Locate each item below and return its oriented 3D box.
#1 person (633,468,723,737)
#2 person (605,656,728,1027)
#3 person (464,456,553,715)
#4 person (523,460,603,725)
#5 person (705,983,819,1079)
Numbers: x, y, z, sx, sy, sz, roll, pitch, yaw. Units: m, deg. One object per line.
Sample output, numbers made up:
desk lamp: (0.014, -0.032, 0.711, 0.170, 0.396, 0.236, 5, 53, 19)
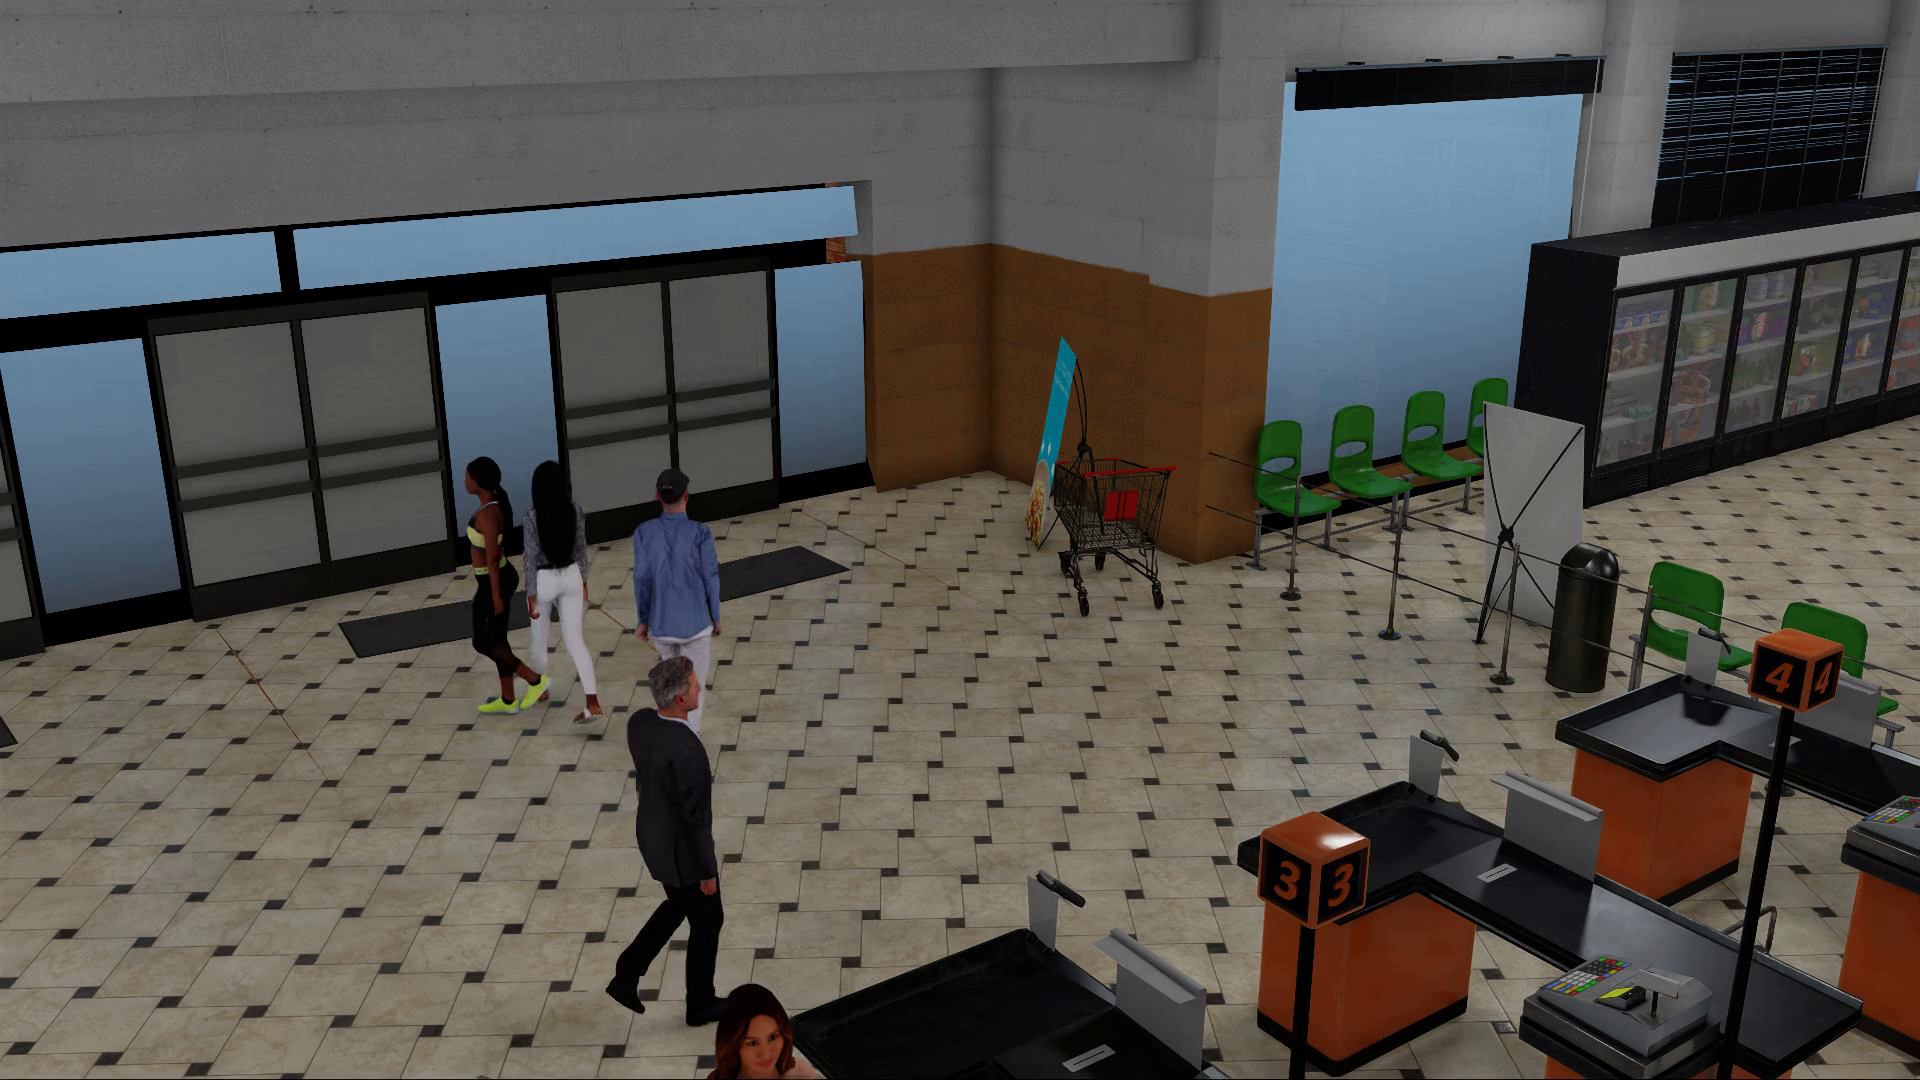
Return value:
person: (-1.681, 0.519, 9.884, 1.123, 1.865, 1.207, 3, 19, 8)
person: (-1.310, 1.382, 7.391, 0.808, 1.822, 0.813, -14, 23, -35)
person: (-2.899, 0.314, 10.685, 0.827, 1.742, 0.795, -1, 19, -2)
person: (-2.522, 0.373, 10.606, 0.604, 1.680, 1.176, -13, 23, -34)
person: (-0.622, 2.153, 5.151, 0.603, 1.792, 0.540, -10, 21, -28)
